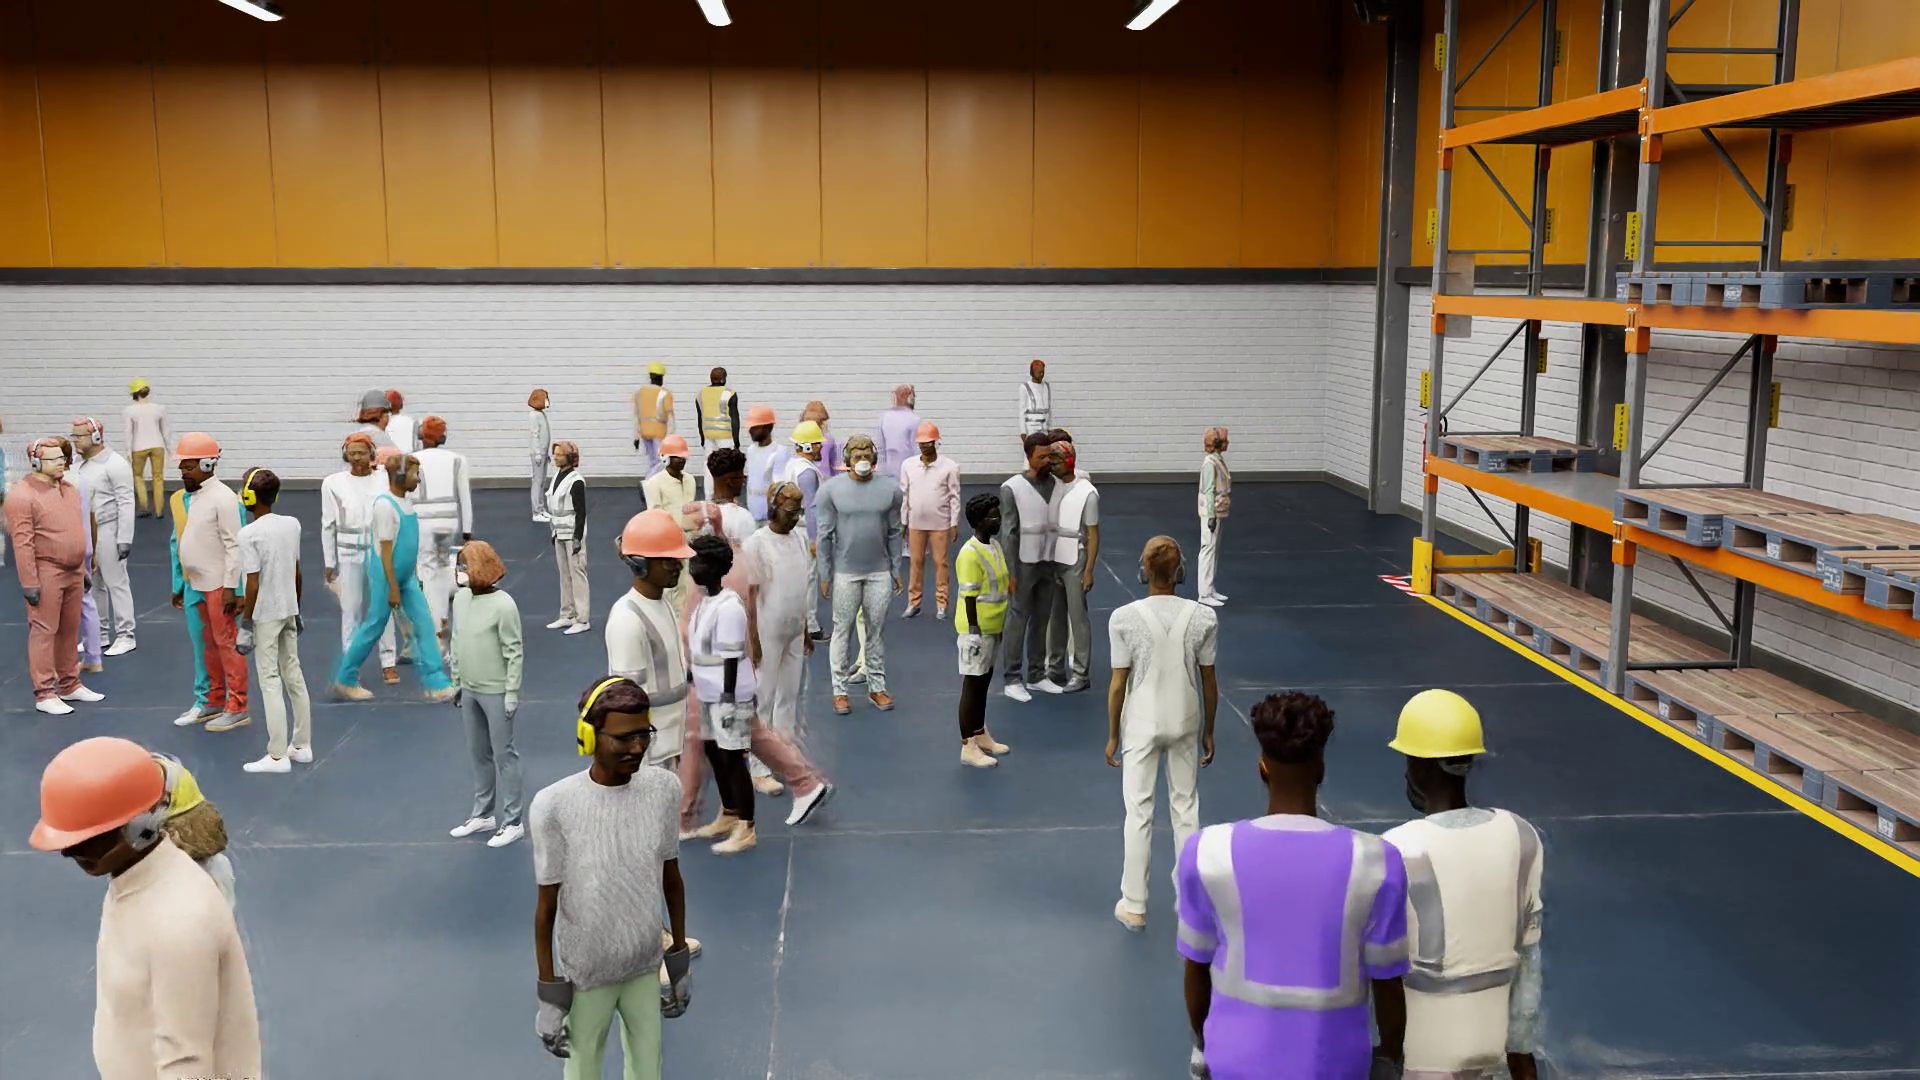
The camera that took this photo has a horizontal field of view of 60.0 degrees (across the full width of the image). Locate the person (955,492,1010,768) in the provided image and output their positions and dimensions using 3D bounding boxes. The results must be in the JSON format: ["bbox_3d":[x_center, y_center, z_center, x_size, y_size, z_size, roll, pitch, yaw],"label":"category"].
[{"bbox_3d":[0.140,0.546,10.306,0.318,1.697,0.535,3,9,17],"label":"person"}]

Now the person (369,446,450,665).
[{"bbox_3d":[-4.251,0.139,12.796,0.610,1.719,0.610,-2,9,-9],"label":"person"}]

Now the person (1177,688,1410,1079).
[{"bbox_3d":[0.870,1.361,4.409,0.600,1.945,0.465,1,9,8],"label":"person"}]

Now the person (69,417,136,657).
[{"bbox_3d":[-6.877,-0.026,13.243,0.653,1.906,0.405,4,10,23],"label":"person"}]

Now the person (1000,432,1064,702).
[{"bbox_3d":[0.514,0.178,11.923,0.596,1.916,0.372,-9,13,-44],"label":"person"}]

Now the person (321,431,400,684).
[{"bbox_3d":[-4.386,0.142,12.262,0.584,1.882,0.349,-3,10,-20],"label":"person"}]

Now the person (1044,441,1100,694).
[{"bbox_3d":[0.780,0.189,12.108,0.399,1.835,0.567,-7,12,-38],"label":"person"}]

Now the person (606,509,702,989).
[{"bbox_3d":[-1.298,0.878,7.137,0.387,2.041,0.615,0,9,2],"label":"person"}]

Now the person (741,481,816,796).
[{"bbox_3d":[-1.054,0.562,9.761,0.341,1.837,0.513,6,11,35],"label":"person"}]

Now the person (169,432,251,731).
[{"bbox_3d":[-5.011,0.270,11.102,0.622,1.993,0.382,7,12,38],"label":"person"}]

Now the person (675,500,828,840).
[{"bbox_3d":[-1.217,0.693,8.960,1.000,1.857,0.620,-1,9,-7],"label":"person"}]

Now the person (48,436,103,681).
[{"bbox_3d":[-6.685,0.136,12.465,0.355,1.835,0.516,2,9,15],"label":"person"}]

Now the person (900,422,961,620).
[{"bbox_3d":[-0.274,-0.167,14.599,0.564,1.752,0.339,3,9,16],"label":"person"}]

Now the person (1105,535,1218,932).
[{"bbox_3d":[0.926,0.894,7.675,0.513,1.838,0.334,-1,9,-5],"label":"person"}]

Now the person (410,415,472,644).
[{"bbox_3d":[-4.429,-0.096,13.786,0.665,1.863,0.691,-8,12,-40],"label":"person"}]

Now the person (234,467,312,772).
[{"bbox_3d":[-4.209,0.486,10.136,0.327,1.874,0.521,3,9,17],"label":"person"}]

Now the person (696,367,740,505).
[{"bbox_3d":[-3.150,-1.351,21.814,0.618,1.836,0.430,4,10,26],"label":"person"}]

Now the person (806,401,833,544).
[{"bbox_3d":[-1.571,-0.729,18.511,0.274,1.632,0.503,2,9,14],"label":"person"}]

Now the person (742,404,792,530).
[{"bbox_3d":[-1.694,-0.209,14.323,0.564,1.931,0.416,9,13,44],"label":"person"}]

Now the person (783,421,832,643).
[{"bbox_3d":[-1.250,-0.071,13.754,0.404,1.832,0.594,-3,10,-20],"label":"person"}]

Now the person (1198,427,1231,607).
[{"bbox_3d":[2.337,-0.221,15.294,0.307,1.642,0.525,3,9,16],"label":"person"}]

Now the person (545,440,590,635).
[{"bbox_3d":[-3.313,-0.028,14.075,0.309,1.645,0.513,-7,11,-37],"label":"person"}]

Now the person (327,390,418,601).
[{"bbox_3d":[-5.331,-0.405,15.199,0.914,2.000,0.693,-4,10,-23],"label":"person"}]

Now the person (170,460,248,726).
[{"bbox_3d":[-5.017,0.302,11.143,0.587,1.920,0.393,3,10,19],"label":"person"}]

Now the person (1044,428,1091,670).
[{"bbox_3d":[0.755,0.071,12.773,0.530,1.864,0.323,-1,9,-4],"label":"person"}]

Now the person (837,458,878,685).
[{"bbox_3d":[-0.751,0.189,12.353,0.321,1.754,0.572,-1,9,-5],"label":"person"}]

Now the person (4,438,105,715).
[{"bbox_3d":[-6.278,0.241,11.565,0.407,1.908,0.641,1,9,5],"label":"person"}]

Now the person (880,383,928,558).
[{"bbox_3d":[-0.606,-0.714,17.598,0.683,1.889,0.658,-7,11,-36],"label":"person"}]

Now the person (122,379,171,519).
[{"bbox_3d":[-10.108,-1.133,20.701,0.598,1.749,0.477,-8,12,-40],"label":"person"}]

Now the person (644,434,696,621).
[{"bbox_3d":[-2.293,0.020,13.429,0.324,1.752,0.562,5,10,28],"label":"person"}]

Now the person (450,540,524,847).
[{"bbox_3d":[-2.528,0.809,8.850,0.509,1.632,0.269,7,11,36],"label":"person"}]

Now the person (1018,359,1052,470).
[{"bbox_3d":[1.047,-1.538,22.837,0.583,1.879,0.365,-8,12,-42],"label":"person"}]

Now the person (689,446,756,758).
[{"bbox_3d":[-1.459,0.391,10.439,0.607,1.966,0.367,8,12,40],"label":"person"}]

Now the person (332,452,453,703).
[{"bbox_3d":[-4.007,0.276,11.724,0.995,1.795,0.539,1,9,5],"label":"person"}]

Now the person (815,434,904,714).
[{"bbox_3d":[-0.686,0.231,11.525,0.634,1.939,0.367,-3,10,-20],"label":"person"}]

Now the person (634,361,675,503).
[{"bbox_3d":[-4.065,-1.399,21.883,0.610,1.901,0.700,4,10,24],"label":"person"}]

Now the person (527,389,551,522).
[{"bbox_3d":[-5.163,-1.046,20.500,0.285,1.633,0.500,0,9,-1],"label":"person"}]

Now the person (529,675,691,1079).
[{"bbox_3d":[-1.032,1.314,4.988,0.509,1.860,0.335,-7,11,-37],"label":"person"}]

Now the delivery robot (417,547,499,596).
[{"bbox_3d":[-4.545,0.303,15.112,0.707,0.478,0.477,1,9,9],"label":"delivery robot"}]

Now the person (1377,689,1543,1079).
[{"bbox_3d":[1.270,1.344,4.695,0.605,1.881,0.938,-5,10,-27],"label":"person"}]

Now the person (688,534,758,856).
[{"bbox_3d":[-1.253,0.803,8.725,0.321,1.683,0.535,-5,10,-27],"label":"person"}]

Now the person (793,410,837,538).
[{"bbox_3d":[-1.474,-0.547,17.386,0.532,1.614,0.549,-6,11,-32],"label":"person"}]

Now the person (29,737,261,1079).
[{"bbox_3d":[-1.907,1.408,4.103,0.600,1.953,0.694,-7,11,-36],"label":"person"}]

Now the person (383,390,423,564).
[{"bbox_3d":[-5.906,-0.662,17.503,0.581,1.831,1.006,-6,11,-35],"label":"person"}]
